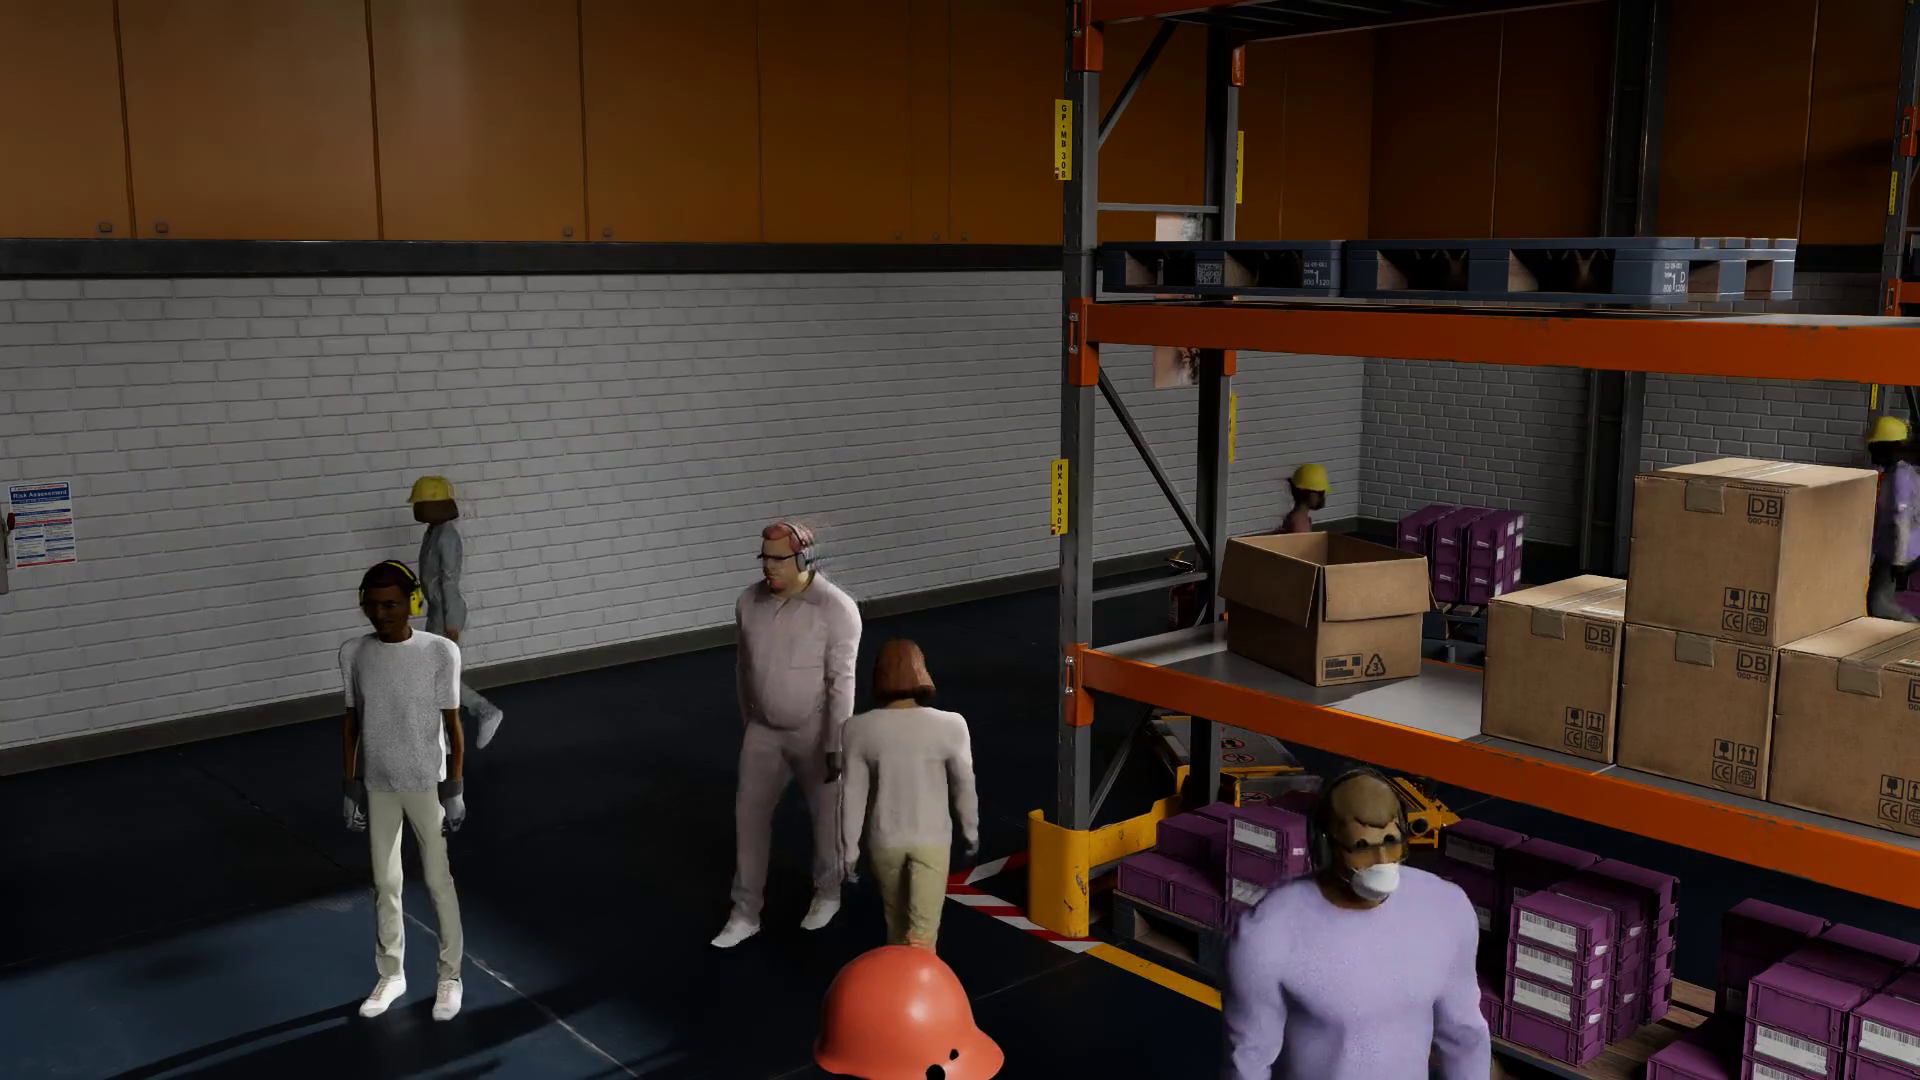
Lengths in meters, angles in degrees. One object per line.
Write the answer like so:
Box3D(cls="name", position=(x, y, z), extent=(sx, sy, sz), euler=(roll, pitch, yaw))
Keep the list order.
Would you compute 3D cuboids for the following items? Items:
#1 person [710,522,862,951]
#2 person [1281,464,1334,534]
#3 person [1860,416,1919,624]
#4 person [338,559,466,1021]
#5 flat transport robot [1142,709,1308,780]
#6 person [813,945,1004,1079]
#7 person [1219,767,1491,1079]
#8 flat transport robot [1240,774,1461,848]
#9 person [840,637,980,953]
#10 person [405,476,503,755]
Box3D(cls="person", position=(-0.776, 0.870, 7.281), extent=(0.648, 1.878, 0.846), euler=(4, 10, 21))
Box3D(cls="person", position=(2.099, 0.391, 10.427), extent=(0.442, 1.755, 0.562), euler=(3, 10, 15))
Box3D(cls="person", position=(6.708, 0.070, 11.866), extent=(0.607, 1.904, 0.607), euler=(4, 10, 22))
Box3D(cls="person", position=(-2.219, 0.991, 6.612), extent=(0.509, 1.860, 0.317), euler=(1, 10, 3))
Box3D(cls="flat transport robot", position=(1.523, 1.256, 9.702), extent=(0.652, 0.197, 1.431), euler=(-1, 10, -5))
Box3D(cls="person", position=(-0.106, 1.602, 2.801), extent=(0.360, 1.939, 0.543), euler=(2, 10, 12))
Box3D(cls="person", position=(0.897, 1.422, 3.992), extent=(0.639, 1.904, 0.978), euler=(-3, 10, -19))
Box3D(cls="flat transport robot", position=(1.884, 1.425, 8.712), extent=(1.431, 0.197, 0.652), euler=(-1, 10, -5))
Box3D(cls="person", position=(-0.205, 1.181, 6.375), extent=(0.507, 1.616, 0.801), euler=(2, 10, 10))
Box3D(cls="person", position=(-3.084, 0.467, 10.031), extent=(0.432, 1.729, 0.505), euler=(-5, 11, -28))
